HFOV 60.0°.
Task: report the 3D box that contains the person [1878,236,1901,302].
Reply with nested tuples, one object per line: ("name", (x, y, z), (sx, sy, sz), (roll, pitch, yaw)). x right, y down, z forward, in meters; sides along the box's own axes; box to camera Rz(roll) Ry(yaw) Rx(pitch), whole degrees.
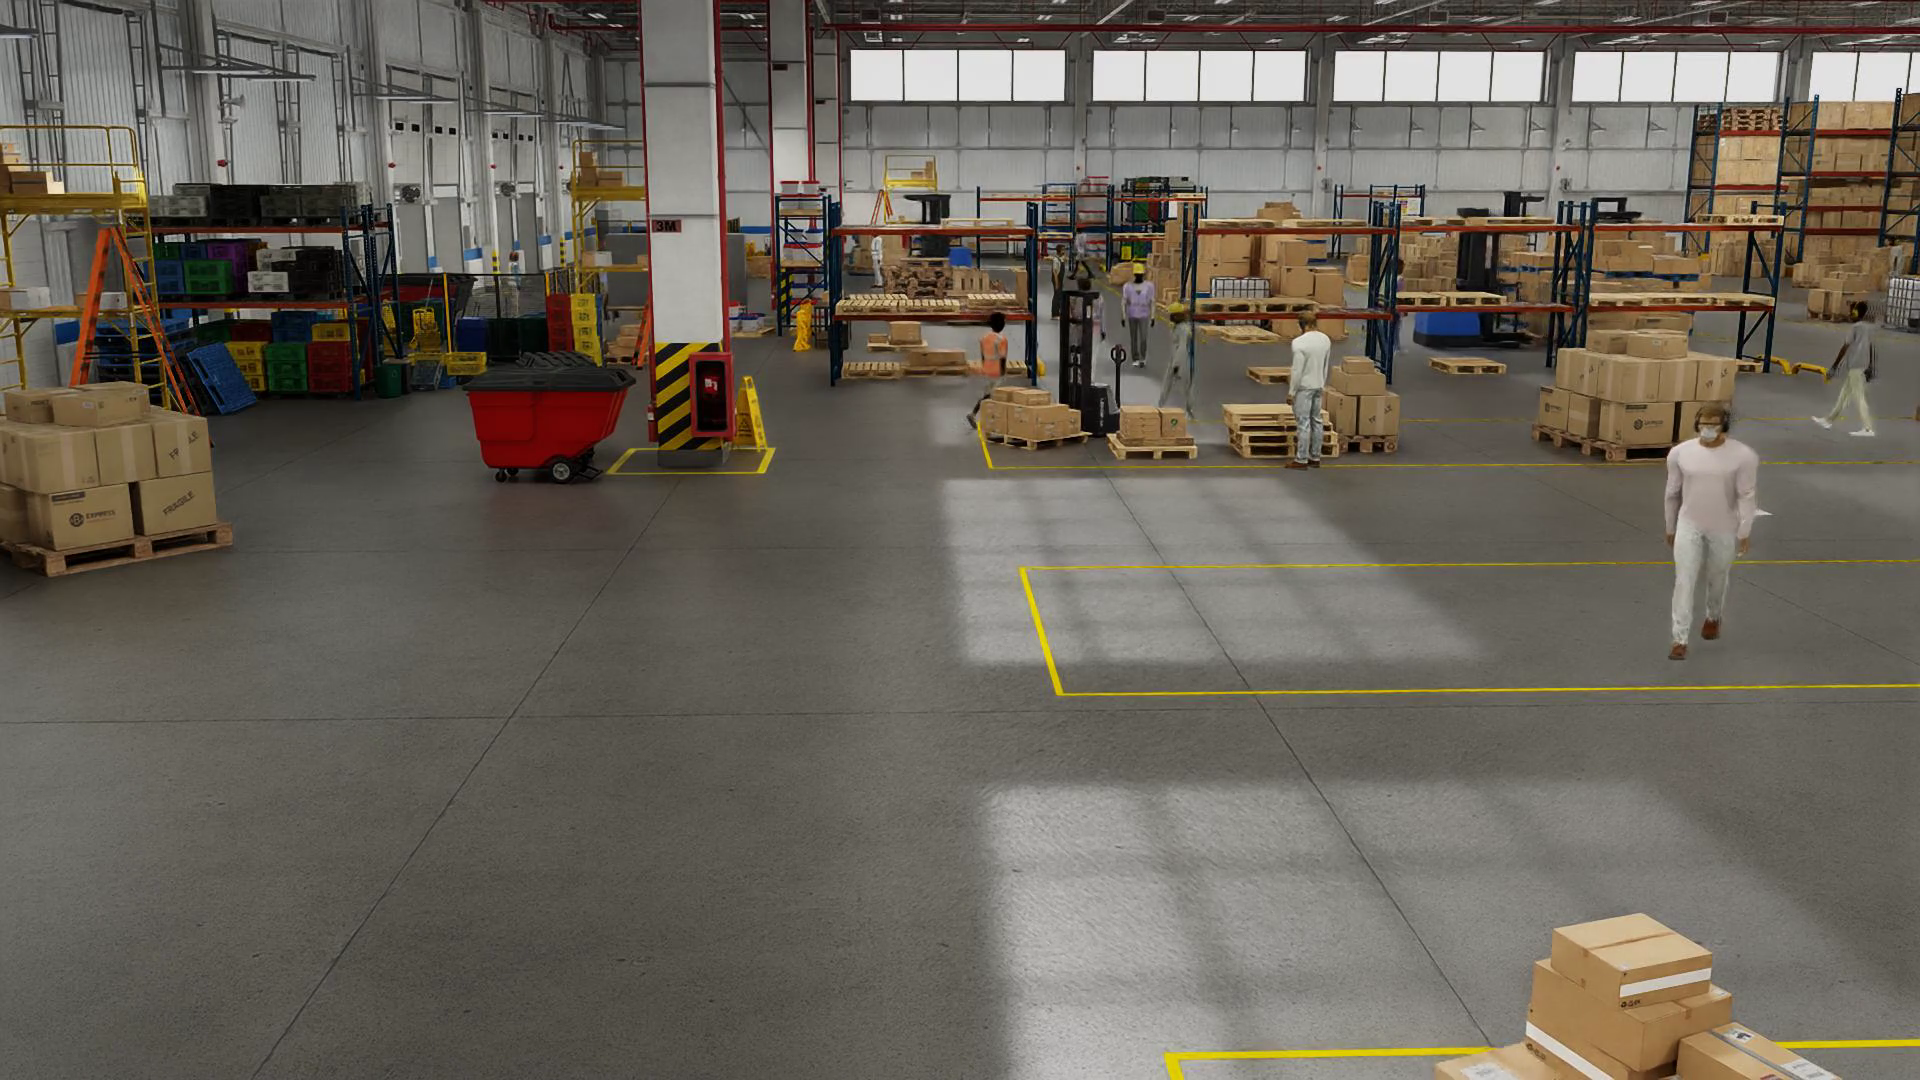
("person", (25.608, -7.431, 45.666), (0.738, 1.825, 0.644), (3, 13, 14))

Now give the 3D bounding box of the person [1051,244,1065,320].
("person", (2.392, -6.247, 40.315), (0.341, 1.839, 0.501), (4, 13, 17))

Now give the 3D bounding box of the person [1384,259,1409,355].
("person", (8.634, -4.568, 32.613), (0.702, 1.880, 0.616), (-3, 13, -13))

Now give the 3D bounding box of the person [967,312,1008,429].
("person", (0.412, -2.274, 22.741), (0.560, 1.681, 0.533), (-10, 16, -37))

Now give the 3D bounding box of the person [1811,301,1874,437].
("person", (12.135, -2.339, 22.707), (0.540, 1.820, 0.975), (-9, 15, -35))

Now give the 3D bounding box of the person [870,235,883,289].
("person", (-2.563, -8.668, 51.155), (0.341, 1.877, 0.581), (-5, 14, -23))

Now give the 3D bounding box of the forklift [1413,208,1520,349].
("forklift", (10.296, -5.301, 33.657), (1.873, 2.768, 1.129), (0, 12, -2))

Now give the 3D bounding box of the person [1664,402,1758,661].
("person", (5.580, -0.103, 12.428), (0.631, 1.904, 0.967), (7, 14, 27))

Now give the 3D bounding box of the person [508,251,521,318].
("person", (-10.915, -6.242, 40.751), (0.313, 1.634, 0.516), (-7, 14, -30))

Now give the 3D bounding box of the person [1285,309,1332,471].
("person", (4.173, -1.801, 20.013), (0.627, 1.934, 0.372), (-10, 16, -38))

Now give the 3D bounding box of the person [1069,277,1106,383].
("person", (2.126, -3.517, 28.030), (0.694, 1.812, 0.514), (0, 12, -2))

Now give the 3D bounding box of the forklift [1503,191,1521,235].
("forklift", (20.794, -11.780, 62.907), (1.873, 2.768, 1.129), (0, 12, -2))

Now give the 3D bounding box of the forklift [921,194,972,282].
("forklift", (-0.640, -9.882, 54.339), (1.873, 2.768, 1.129), (-7, 14, -28))

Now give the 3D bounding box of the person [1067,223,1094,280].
("person", (4.061, -9.651, 55.558), (1.011, 1.898, 0.560), (-5, 13, -20))

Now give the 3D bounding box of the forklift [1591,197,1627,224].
("forklift", (18.781, -8.571, 48.417), (1.129, 2.768, 1.873), (-1, 13, -3))

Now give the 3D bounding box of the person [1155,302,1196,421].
("person", (3.032, -2.539, 23.834), (0.849, 1.701, 0.512), (-3, 13, -13))

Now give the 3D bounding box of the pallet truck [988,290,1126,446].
("pallet truck", (1.257, -2.299, 22.111), (1.885, 1.965, 0.823), (-9, 15, -35))

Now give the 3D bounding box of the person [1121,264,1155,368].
("person", (3.252, -4.083, 30.414), (0.614, 1.880, 0.944), (2, 13, 8))

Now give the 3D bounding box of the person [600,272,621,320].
("person", (-8.505, -6.323, 40.501), (0.553, 1.909, 0.889), (1, 13, 4))

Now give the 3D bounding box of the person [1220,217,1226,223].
("person", (9.622, -10.830, 60.841), (0.628, 1.912, 0.779), (-2, 13, -8))
